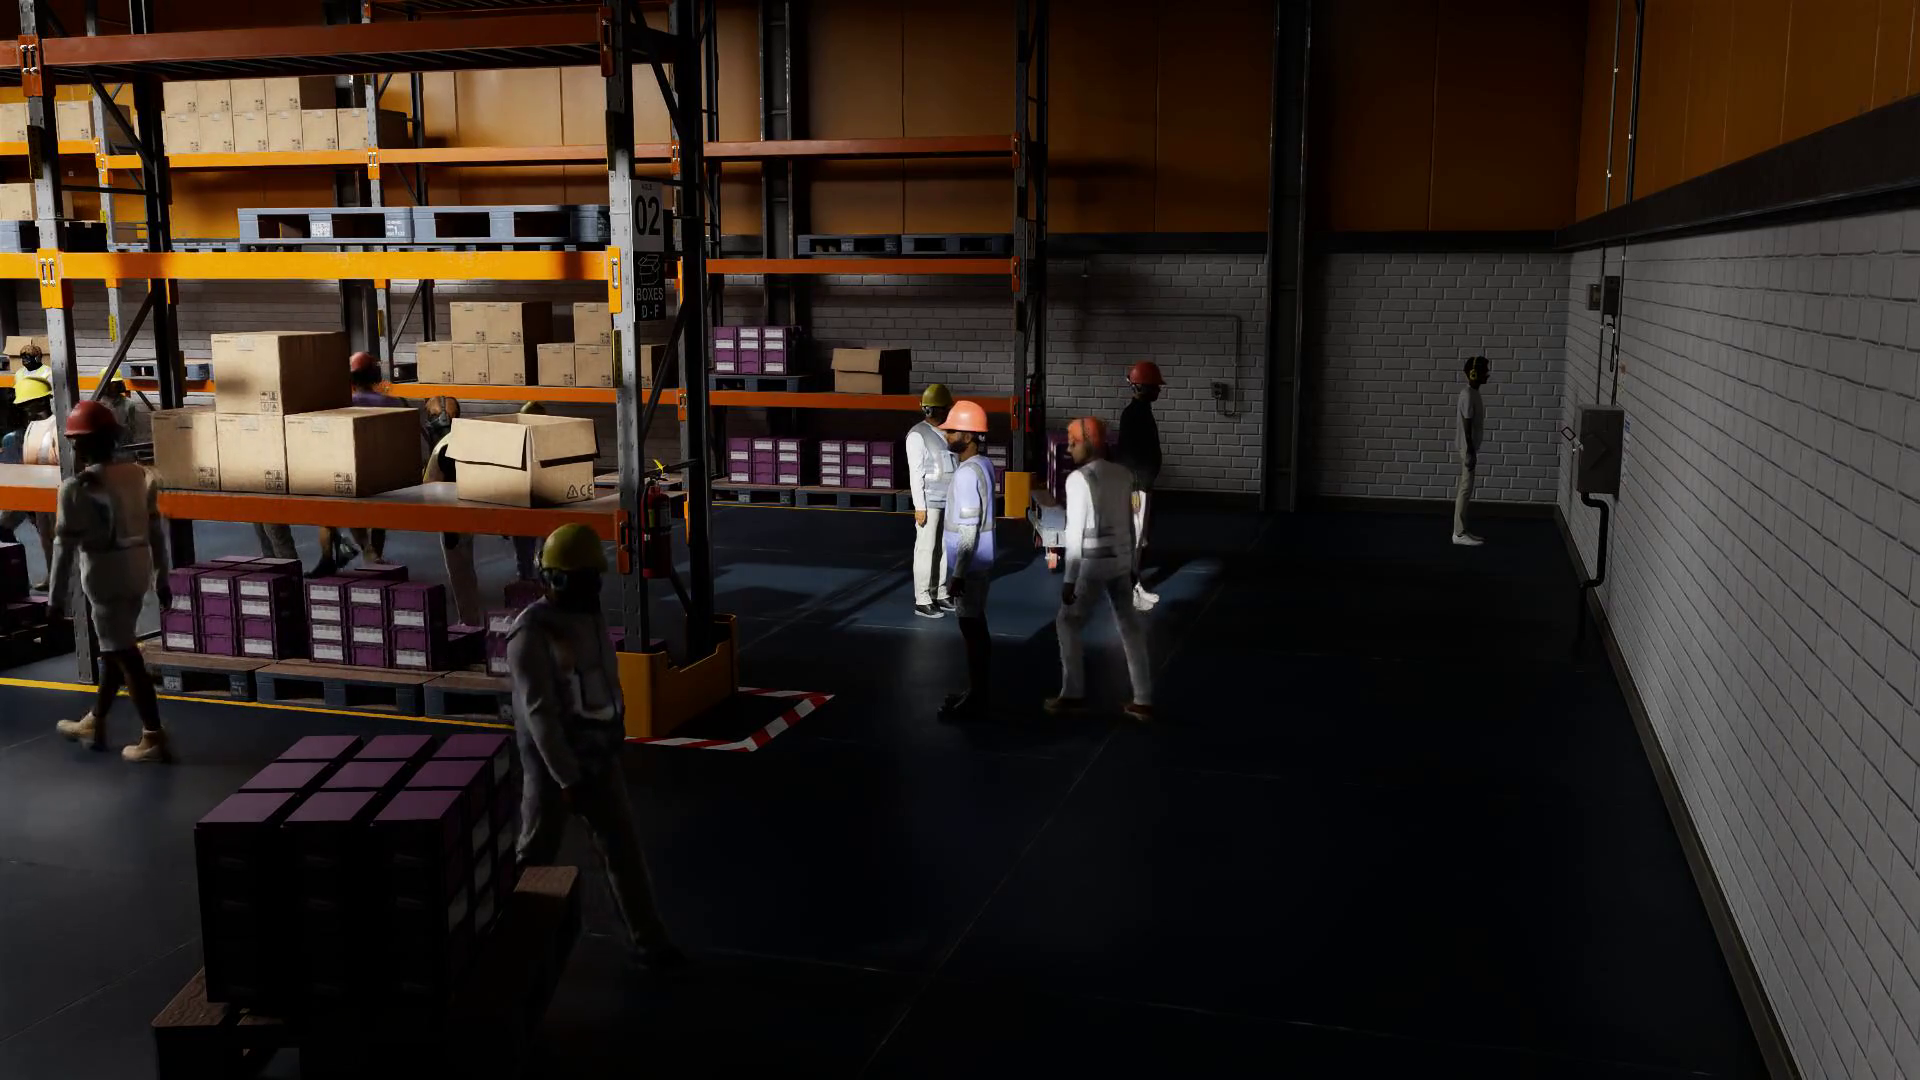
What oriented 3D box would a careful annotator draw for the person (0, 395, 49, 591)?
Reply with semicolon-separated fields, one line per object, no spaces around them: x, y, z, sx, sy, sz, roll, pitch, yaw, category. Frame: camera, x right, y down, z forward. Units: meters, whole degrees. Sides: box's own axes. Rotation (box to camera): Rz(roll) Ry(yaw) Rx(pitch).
-7.884;-0.378;13.966;0.591;1.679;0.547;1;9;7;person

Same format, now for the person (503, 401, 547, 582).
-3.109;-0.138;12.245;0.535;1.766;0.320;-2;10;-12;person

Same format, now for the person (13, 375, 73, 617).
-7.084;-0.327;12.932;0.585;1.917;0.381;7;12;37;person

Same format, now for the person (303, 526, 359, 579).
-5.636;-0.601;14.580;0.412;1.923;0.569;-1;9;-9;person

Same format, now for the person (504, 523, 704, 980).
-1.480;0.821;6.354;0.902;1.787;0.598;3;10;20;person

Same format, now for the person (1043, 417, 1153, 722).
0.827;0.179;10.065;0.765;1.842;0.692;9;13;43;person

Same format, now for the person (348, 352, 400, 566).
-5.052;-0.593;14.220;0.605;2.023;0.520;-8;13;-42;person

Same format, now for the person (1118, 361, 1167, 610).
1.459;-0.443;13.402;0.396;1.992;0.623;3;10;17;person

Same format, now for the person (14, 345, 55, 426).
-10.929;-1.394;19.709;0.625;1.837;0.428;4;10;21;person

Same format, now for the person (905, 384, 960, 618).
-0.181;-0.315;13.114;0.404;1.833;0.588;5;11;29;person

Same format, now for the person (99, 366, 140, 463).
-8.587;-0.894;16.921;0.295;1.744;0.484;7;11;35;person

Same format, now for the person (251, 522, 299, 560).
-5.514;-0.388;13.240;0.630;1.940;0.372;9;13;43;person

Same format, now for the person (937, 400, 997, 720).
0.042;0.123;10.118;0.351;1.942;0.545;2;9;10;person

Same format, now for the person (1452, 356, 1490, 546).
5.071;-0.884;16.470;0.314;1.869;0.535;3;10;17;person

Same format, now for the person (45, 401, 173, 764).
-4.789;0.243;9.175;0.953;2.004;0.641;2;10;15;person

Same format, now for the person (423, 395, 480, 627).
-3.652;-0.124;11.968;0.430;1.836;0.620;-3;10;-16;person
